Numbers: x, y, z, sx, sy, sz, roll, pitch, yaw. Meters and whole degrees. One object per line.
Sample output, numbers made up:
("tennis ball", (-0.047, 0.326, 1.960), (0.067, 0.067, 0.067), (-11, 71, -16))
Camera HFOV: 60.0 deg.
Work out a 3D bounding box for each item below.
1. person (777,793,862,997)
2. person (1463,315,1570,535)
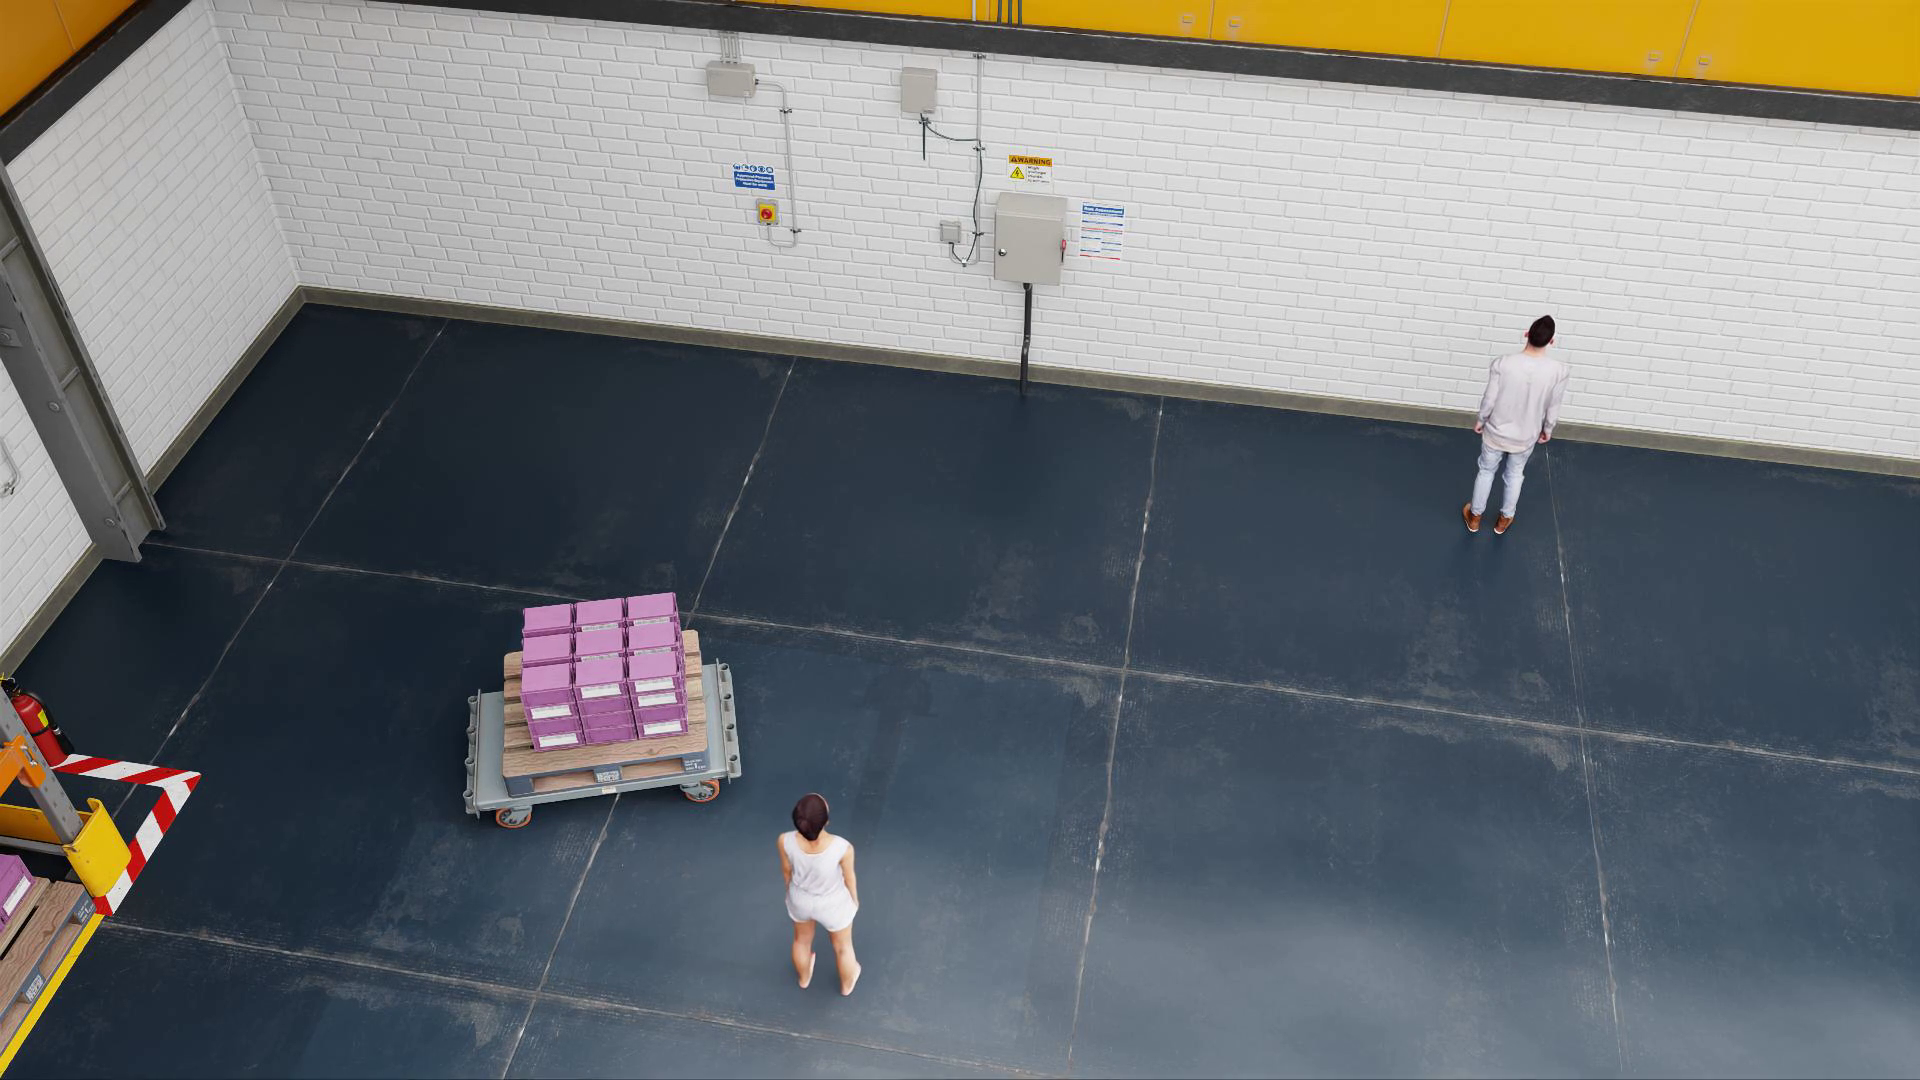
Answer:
("person", (-0.750, 1.902, 8.856), (0.544, 1.611, 0.498), (7, 44, 8))
("person", (3.832, -0.793, 11.519), (0.687, 1.839, 0.543), (9, 44, 9))
